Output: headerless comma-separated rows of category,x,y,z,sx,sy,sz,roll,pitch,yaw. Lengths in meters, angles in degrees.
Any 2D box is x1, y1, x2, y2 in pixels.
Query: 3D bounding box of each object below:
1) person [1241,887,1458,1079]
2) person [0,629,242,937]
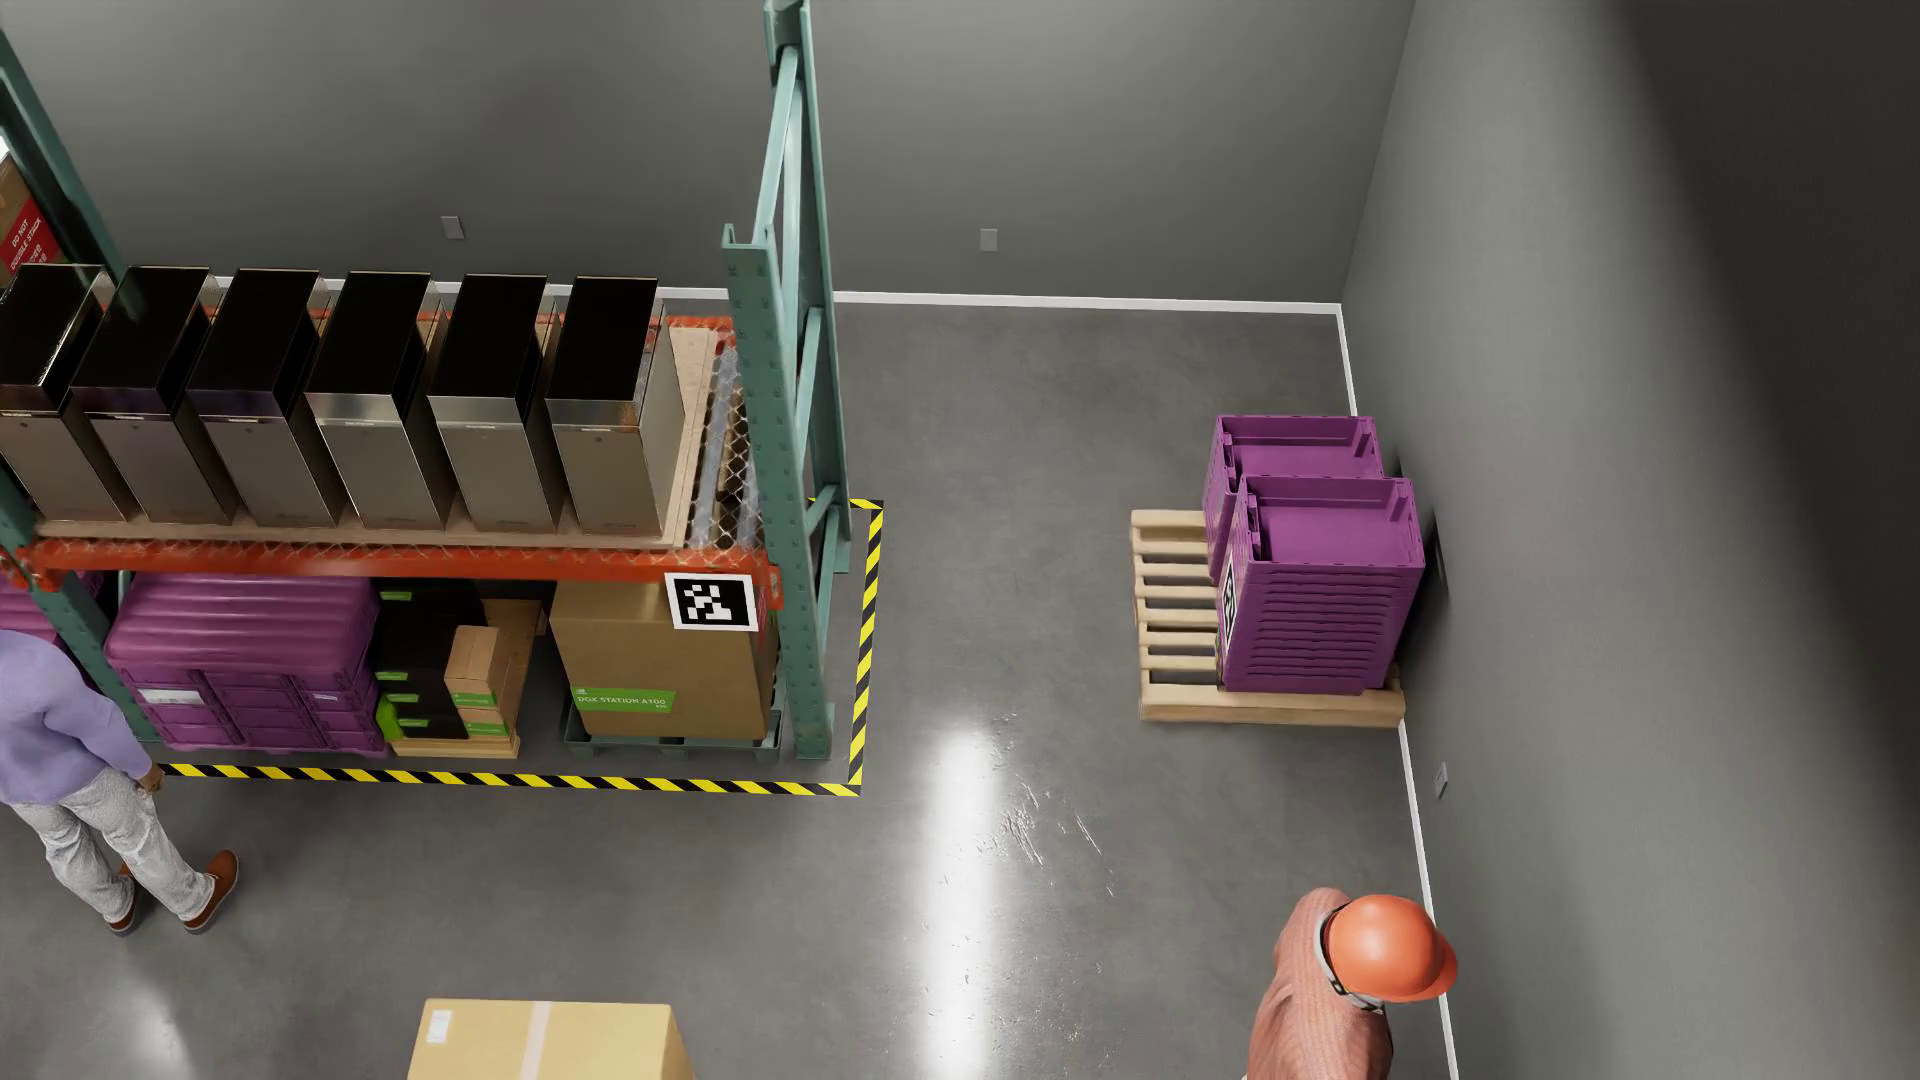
person,0.958,1.465,4.509,0.389,1.992,0.625,2,52,1
person,-2.814,0.686,5.156,0.637,1.936,0.355,2,52,1
